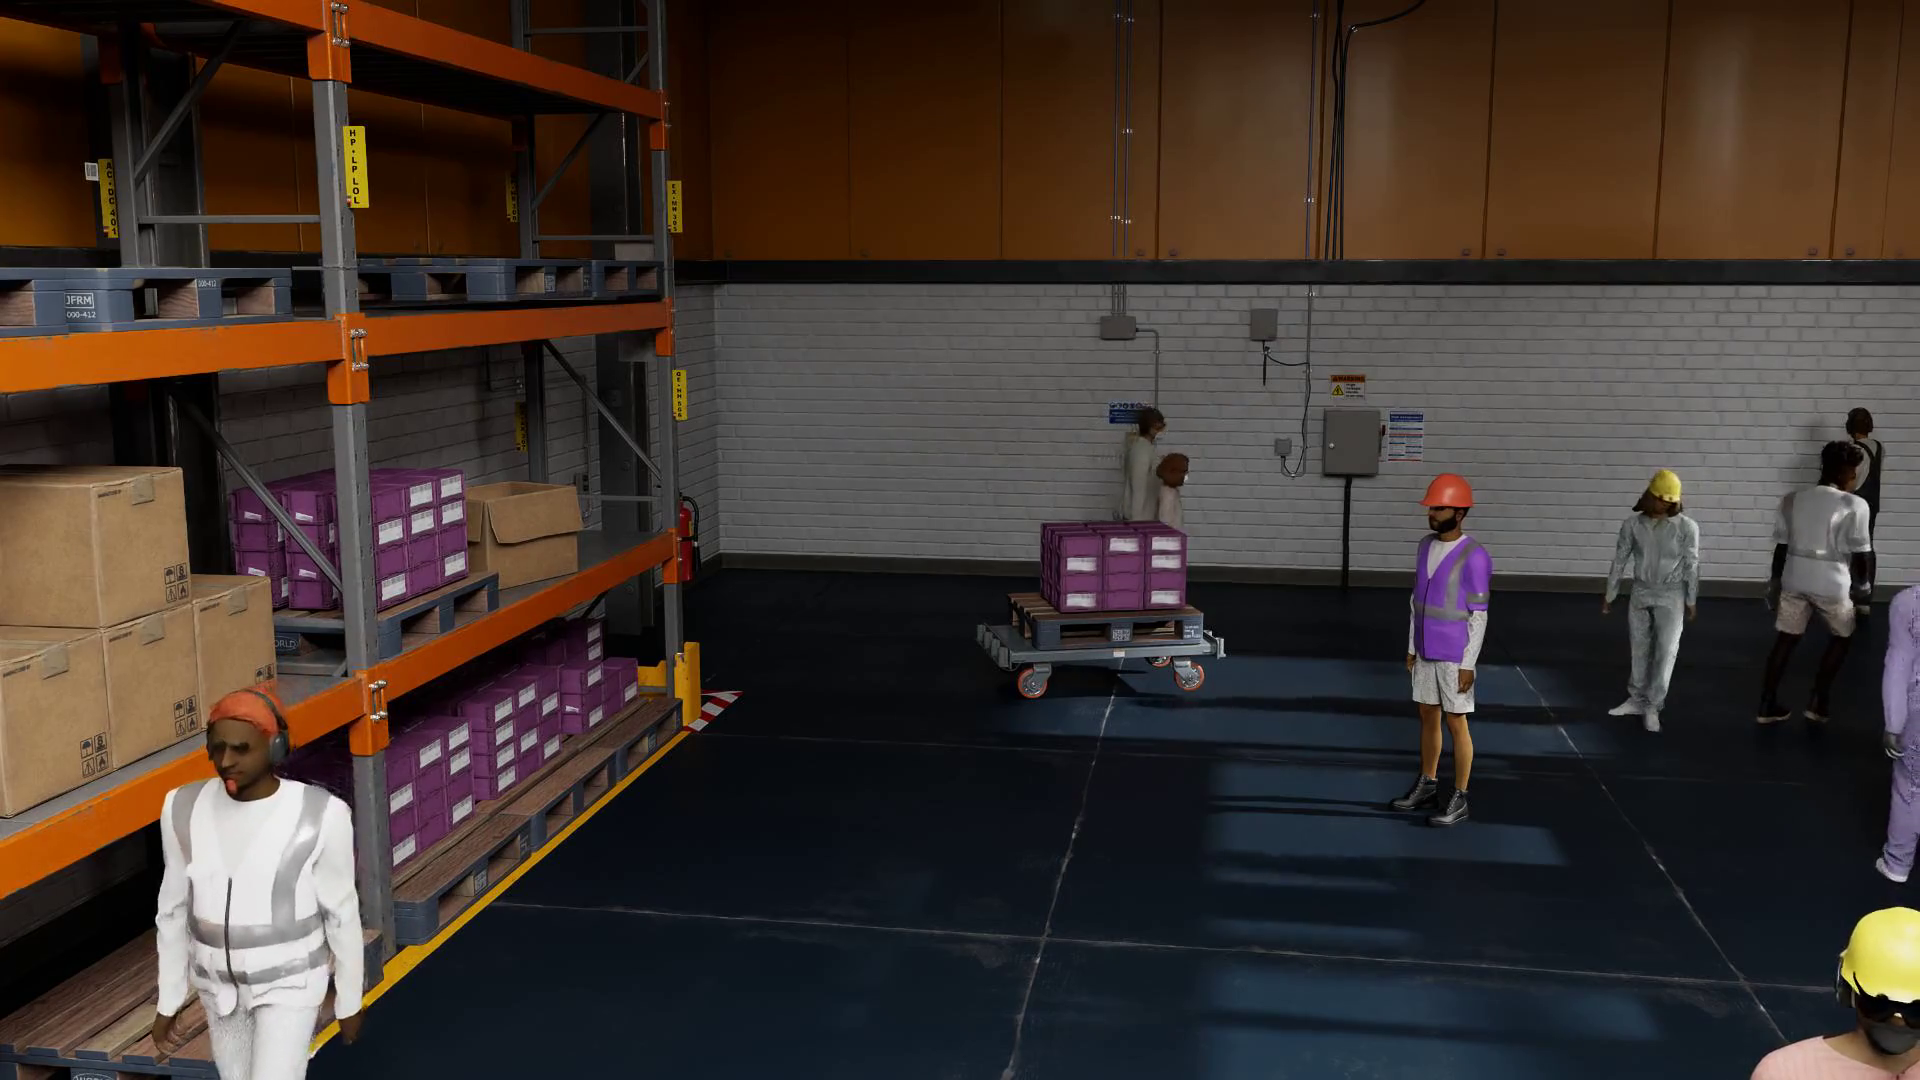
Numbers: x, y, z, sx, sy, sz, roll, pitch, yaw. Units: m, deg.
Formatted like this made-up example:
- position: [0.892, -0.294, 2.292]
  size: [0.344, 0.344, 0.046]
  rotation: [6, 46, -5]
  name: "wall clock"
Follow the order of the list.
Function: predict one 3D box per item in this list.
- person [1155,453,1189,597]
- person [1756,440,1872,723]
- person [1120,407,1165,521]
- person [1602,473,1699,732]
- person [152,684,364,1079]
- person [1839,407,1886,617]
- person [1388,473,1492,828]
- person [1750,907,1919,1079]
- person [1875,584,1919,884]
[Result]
- position: [1.596, 0.090, 13.297]
  size: [0.736, 1.607, 0.515]
  rotation: [1, 9, 6]
  name: "person"
- position: [5.688, 0.301, 11.013]
  size: [0.581, 1.923, 0.625]
  rotation: [-5, 11, -30]
  name: "person"
- position: [1.658, -0.186, 14.115]
  size: [0.871, 1.885, 0.622]
  rotation: [-1, 9, -7]
  name: "person"
- position: [4.553, 0.402, 11.032]
  size: [0.561, 1.708, 0.657]
  rotation: [8, 12, 41]
  name: "person"
- position: [-2.045, 1.314, 4.985]
  size: [0.577, 1.855, 0.851]
  rotation: [2, 9, 10]
  name: "person"
- position: [7.850, -0.239, 14.581]
  size: [0.506, 1.843, 0.351]
  rotation: [-5, 10, -27]
  name: "person"
- position: [2.640, 0.597, 9.119]
  size: [0.354, 1.942, 0.545]
  rotation: [-4, 10, -24]
  name: "person"
- position: [1.880, 1.602, 3.467]
  size: [0.533, 1.766, 0.318]
  rotation: [0, 9, -2]
  name: "person"
- position: [4.701, 0.848, 7.846]
  size: [0.660, 1.862, 0.988]
  rotation: [2, 9, 14]
  name: "person"
